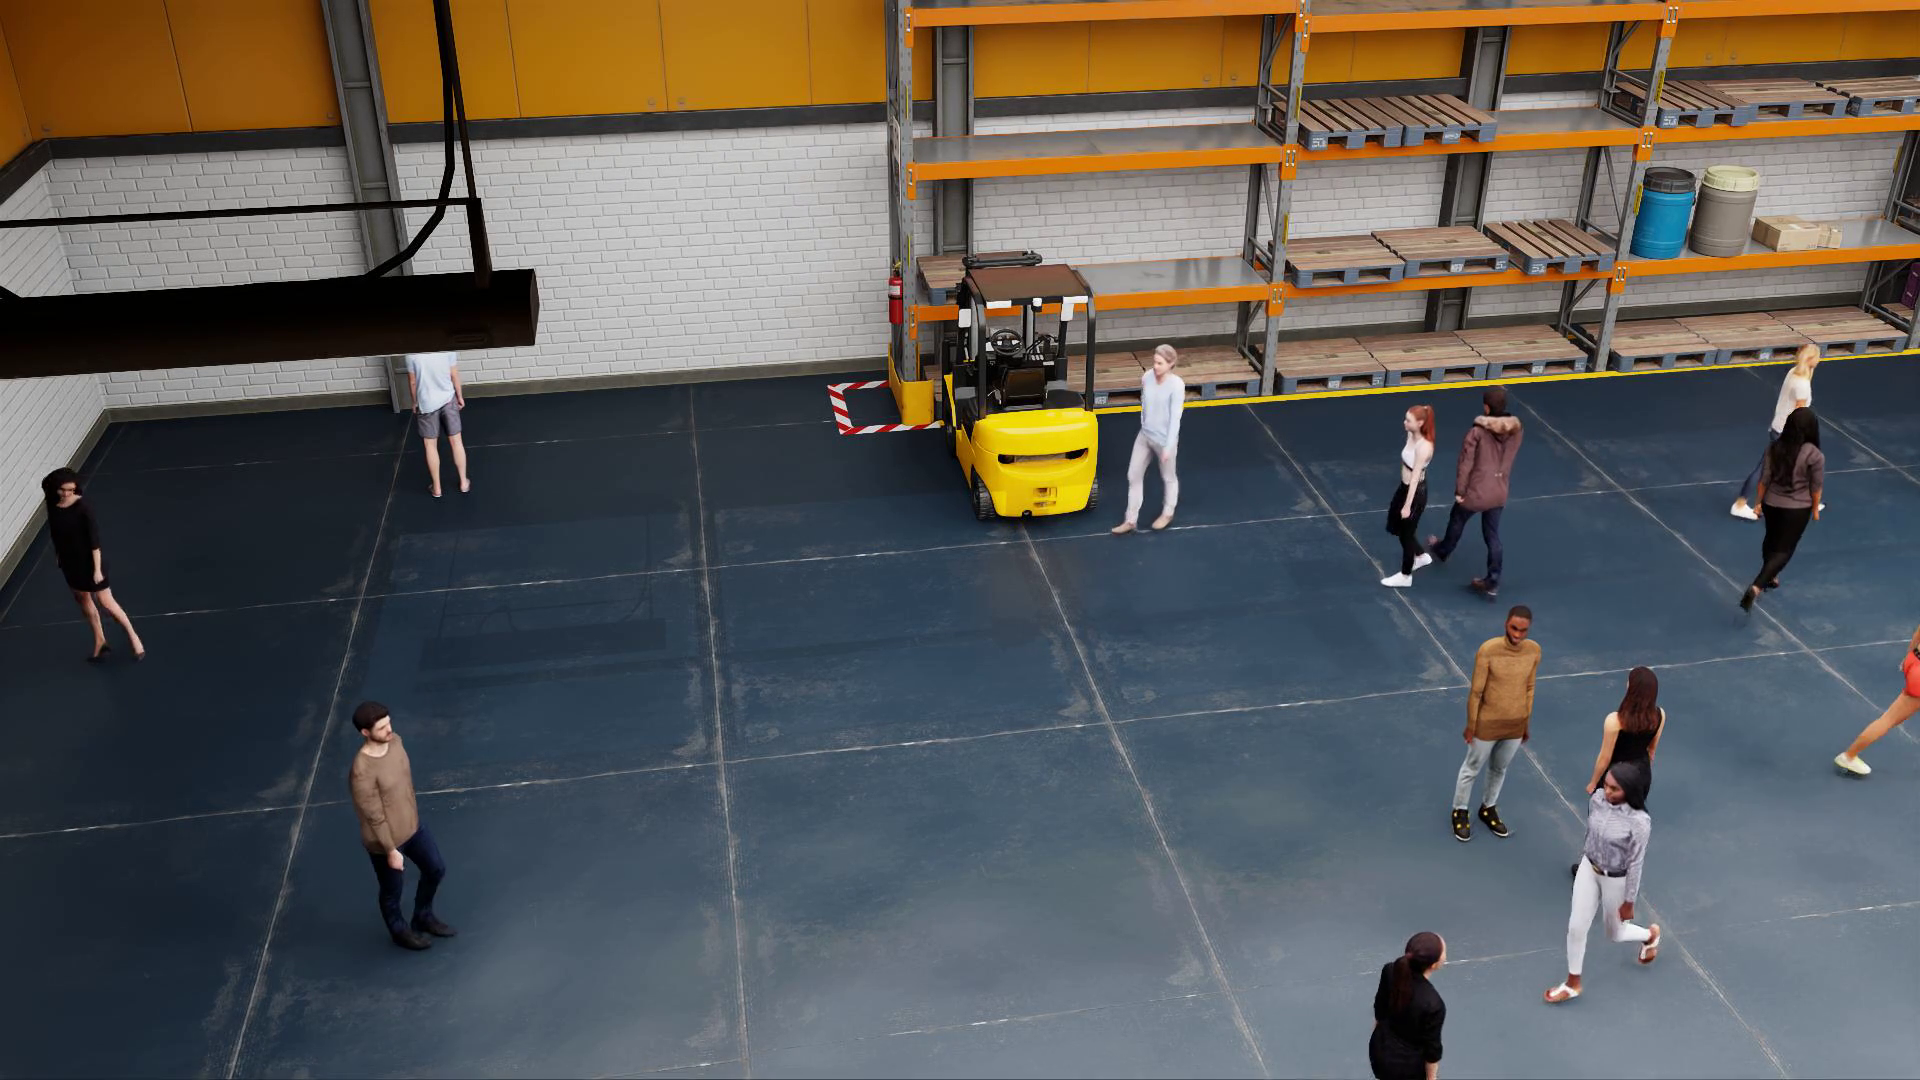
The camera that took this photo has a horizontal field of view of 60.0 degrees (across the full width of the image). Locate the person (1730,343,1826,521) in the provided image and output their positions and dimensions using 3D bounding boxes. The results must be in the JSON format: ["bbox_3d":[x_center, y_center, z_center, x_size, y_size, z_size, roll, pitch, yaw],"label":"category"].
[{"bbox_3d":[7.570,-0.990,15.493,1.156,1.780,0.955,8,30,15],"label":"person"}]

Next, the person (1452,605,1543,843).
[{"bbox_3d":[3.679,1.231,11.383,0.461,1.816,0.684,-5,29,-8],"label":"person"}]

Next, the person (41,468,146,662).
[{"bbox_3d":[-7.036,0.197,13.309,0.736,1.786,0.845,22,36,35],"label":"person"}]

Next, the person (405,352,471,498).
[{"bbox_3d":[-5.035,-1.298,16.004,0.573,1.831,0.751,-12,31,-21],"label":"person"}]

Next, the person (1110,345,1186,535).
[{"bbox_3d":[1.889,-0.947,15.323,1.093,1.867,0.977,-25,38,-38],"label":"person"}]

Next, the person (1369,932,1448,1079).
[{"bbox_3d":[2.255,2.774,8.734,0.901,1.644,0.742,-16,32,-26],"label":"person"}]

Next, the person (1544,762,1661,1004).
[{"bbox_3d":[3.963,2.045,10.012,1.108,1.701,0.811,-15,32,-25],"label":"person"}]

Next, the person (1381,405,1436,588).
[{"bbox_3d":[3.999,-0.363,14.391,0.706,1.735,0.634,-1,29,-2],"label":"person"}]

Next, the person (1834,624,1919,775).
[{"bbox_3d":[6.817,0.983,11.914,1.220,1.743,0.828,3,29,6],"label":"person"}]

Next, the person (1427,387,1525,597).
[{"bbox_3d":[4.577,-0.372,14.357,1.161,1.783,0.905,-9,30,-16],"label":"person"}]

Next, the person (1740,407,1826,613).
[{"bbox_3d":[6.926,-0.211,14.034,1.218,1.809,0.970,-19,34,-31],"label":"person"}]

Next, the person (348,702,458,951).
[{"bbox_3d":[-3.588,1.787,10.305,0.771,1.873,0.759,7,29,13],"label":"person"}]

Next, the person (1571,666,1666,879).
[{"bbox_3d":[4.334,1.571,10.894,0.479,1.687,0.657,-7,29,-12],"label":"person"}]
